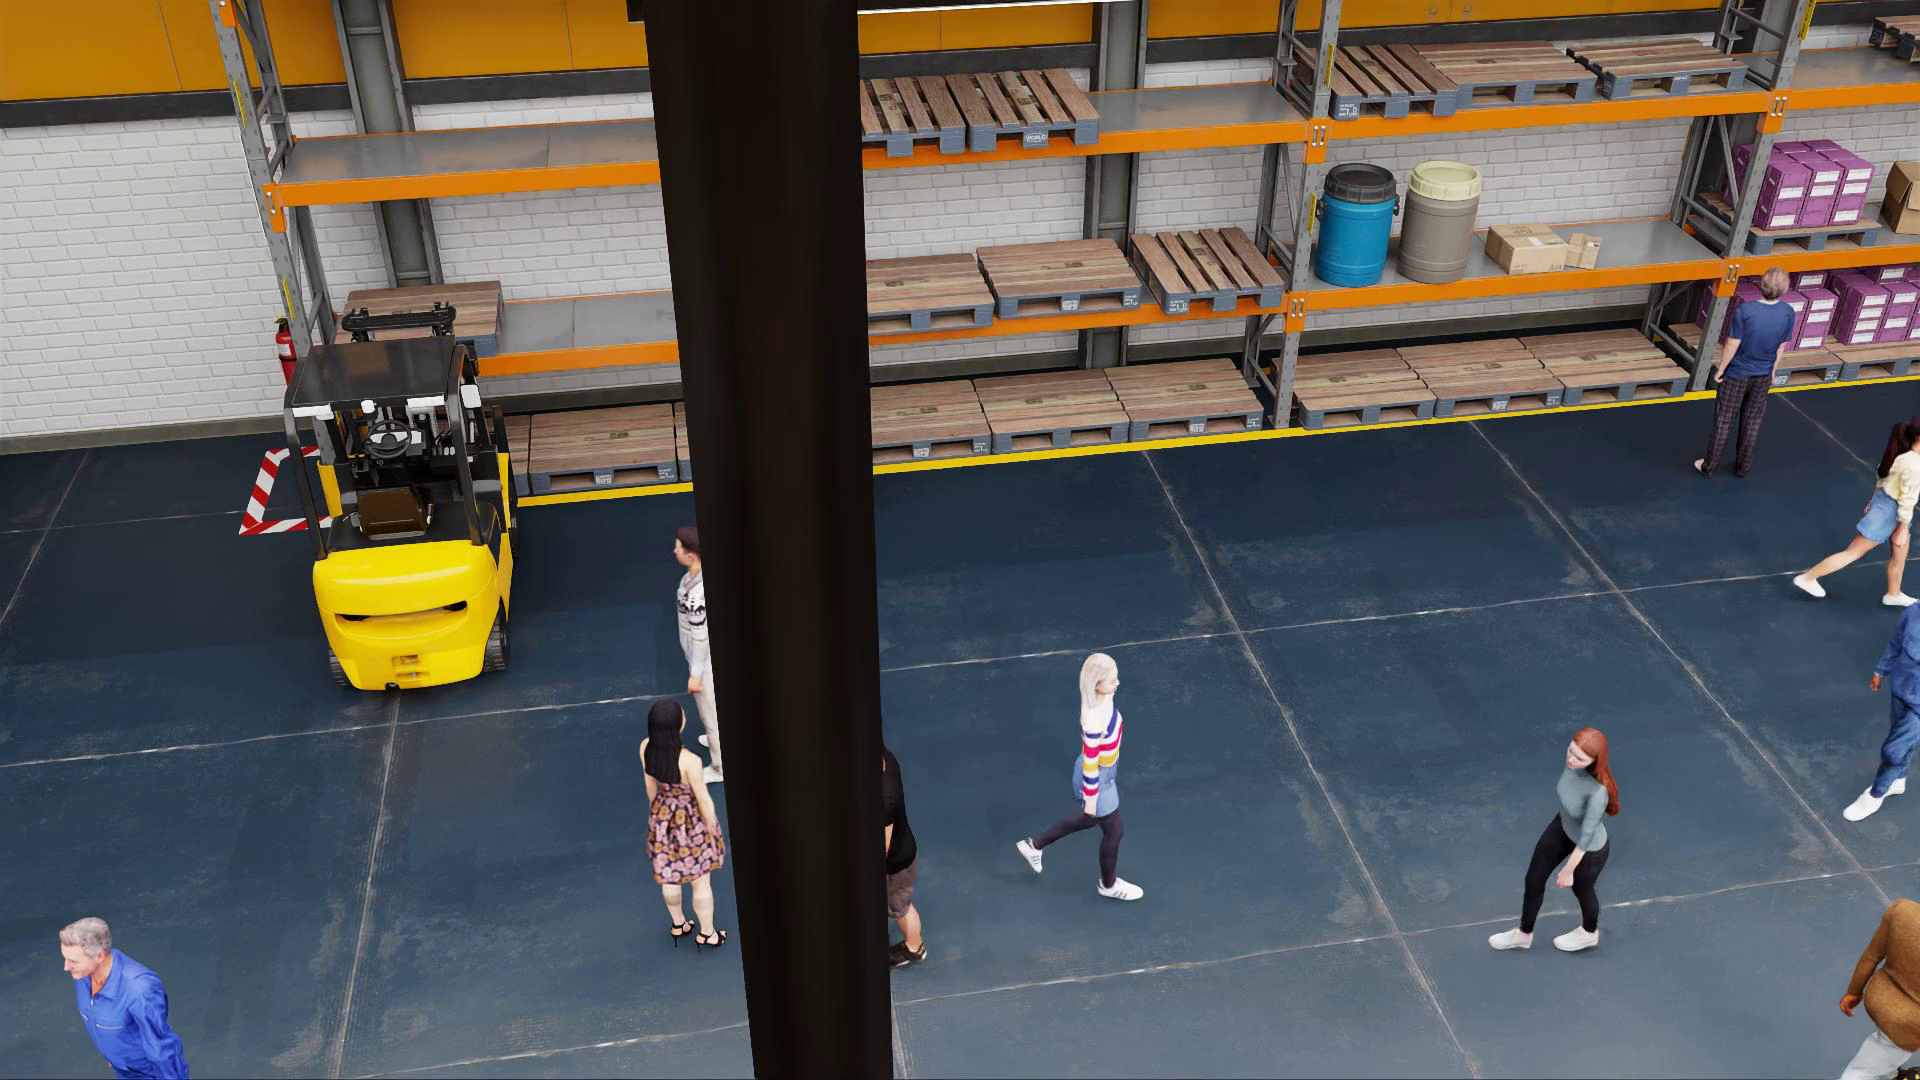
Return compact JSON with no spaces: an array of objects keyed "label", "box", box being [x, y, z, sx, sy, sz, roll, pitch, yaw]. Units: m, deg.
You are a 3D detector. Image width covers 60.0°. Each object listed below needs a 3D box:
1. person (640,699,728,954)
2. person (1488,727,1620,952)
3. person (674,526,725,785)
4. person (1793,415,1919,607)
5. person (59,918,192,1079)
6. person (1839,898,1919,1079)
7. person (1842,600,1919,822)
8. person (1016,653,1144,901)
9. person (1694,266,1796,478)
[{"label":"person","box":[-1.537,1.590,9.224,0.792,1.773,0.864,16,37,22]},{"label":"person","box":[3.463,1.673,9.168,0.874,1.698,0.600,-1,34,-1]},{"label":"person","box":[-1.581,0.705,10.477,0.673,1.861,0.741,3,34,5]},{"label":"person","box":[6.630,-0.181,12.057,1.229,1.588,0.961,9,35,13]},{"label":"person","box":[-3.850,2.446,7.890,0.753,1.825,0.836,18,38,26]},{"label":"person","box":[4.485,2.356,8.090,1.217,1.755,0.694,-10,35,-15]},{"label":"person","box":[5.973,0.912,10.227,0.825,1.793,0.731,-9,35,-13]},{"label":"person","box":[0.706,1.353,9.566,1.084,1.790,0.844,5,34,7]},{"label":"person","box":[6.437,-1.359,13.574,0.590,1.871,0.779,4,34,5]}]
